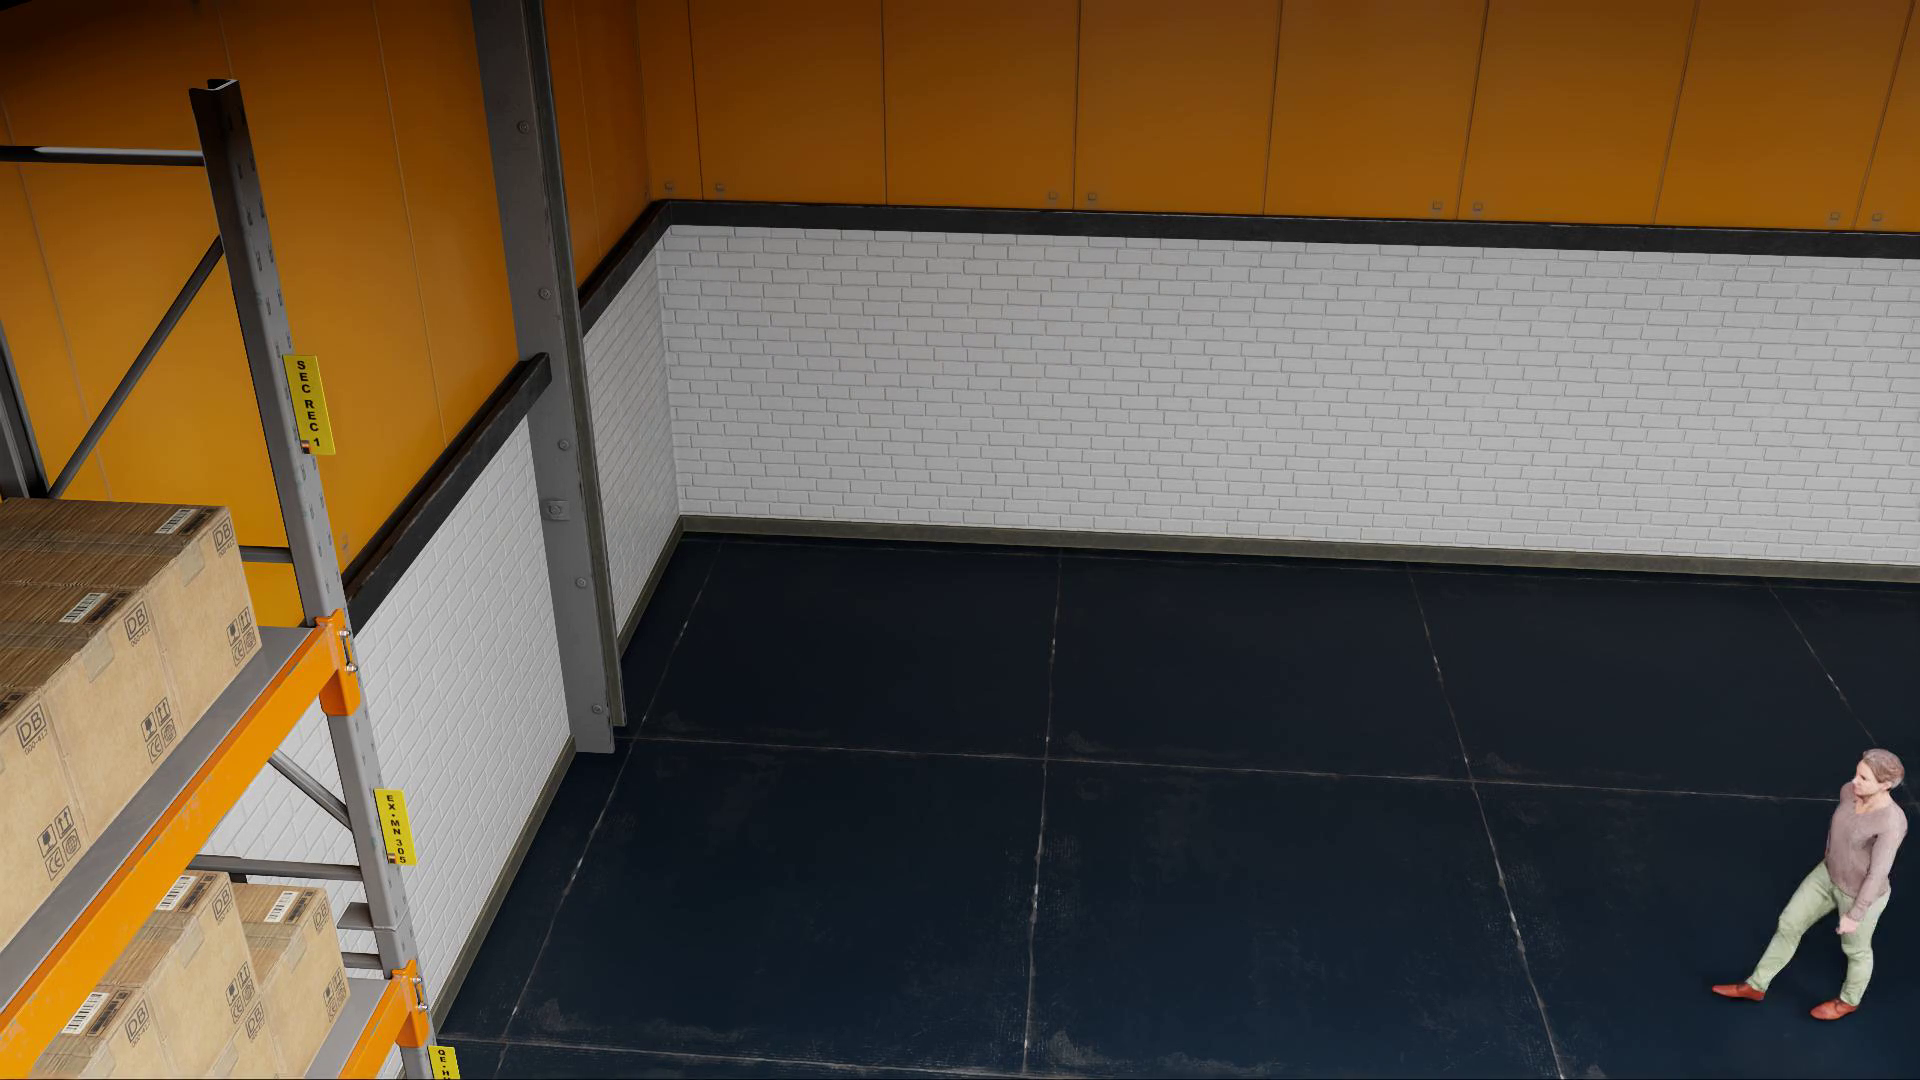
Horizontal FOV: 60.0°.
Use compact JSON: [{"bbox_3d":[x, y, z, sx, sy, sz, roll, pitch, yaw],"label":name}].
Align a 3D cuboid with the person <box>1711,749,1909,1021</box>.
[{"bbox_3d":[5.056,1.953,9.298,0.917,1.841,1.072,-5,29,-8],"label":"person"}]
